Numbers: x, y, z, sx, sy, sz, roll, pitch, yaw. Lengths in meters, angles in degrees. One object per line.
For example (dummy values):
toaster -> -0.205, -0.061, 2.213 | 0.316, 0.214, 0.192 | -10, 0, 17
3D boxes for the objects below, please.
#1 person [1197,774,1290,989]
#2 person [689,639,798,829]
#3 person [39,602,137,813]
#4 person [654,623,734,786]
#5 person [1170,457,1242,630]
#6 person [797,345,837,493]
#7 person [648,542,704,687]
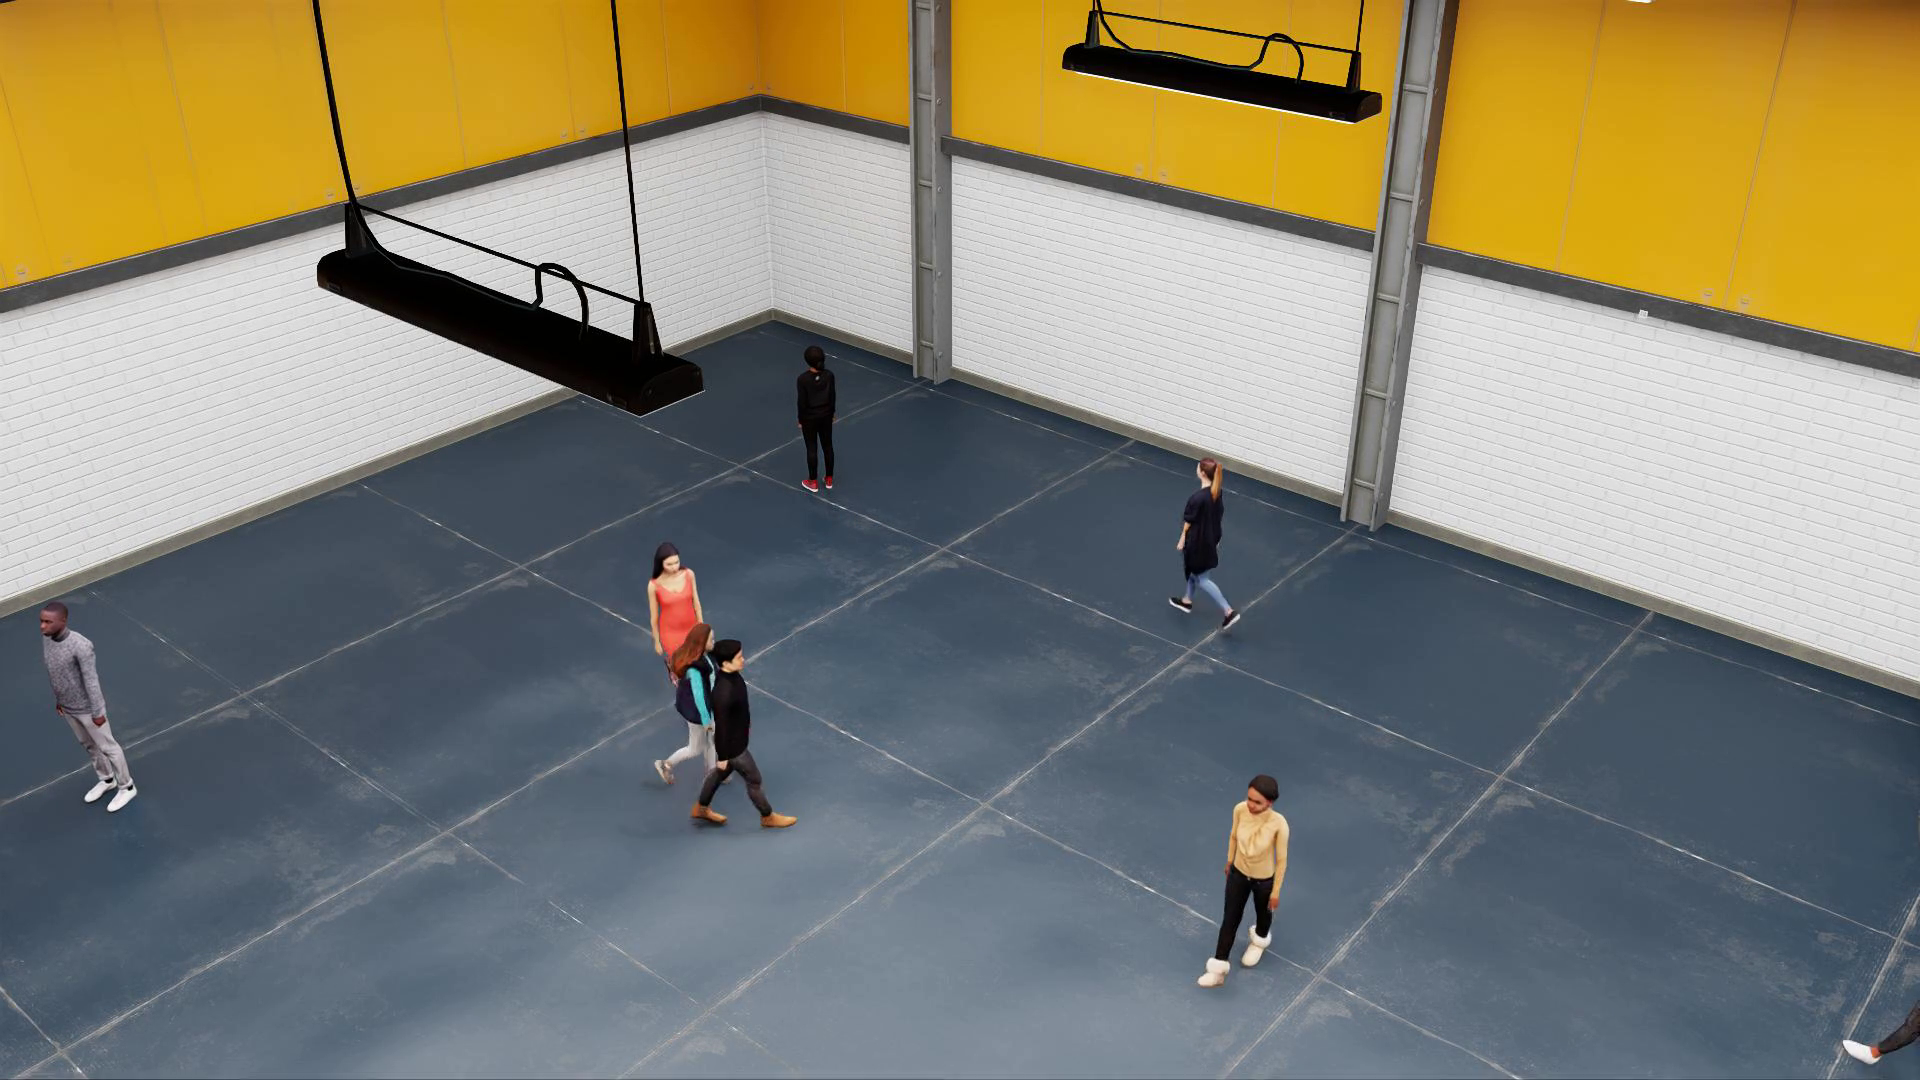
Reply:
person -> 2.042, 2.247, 11.320 | 0.970, 1.635, 0.736 | 18, 33, 30
person -> -1.797, 1.502, 12.628 | 1.160, 1.688, 1.085 | -1, 29, -2
person -> -6.802, 1.259, 12.923 | 0.567, 1.833, 0.783 | 14, 32, 24
person -> -2.112, 1.330, 13.150 | 0.929, 1.492, 0.820 | 4, 29, 8
person -> 2.305, 0.061, 15.304 | 1.048, 1.657, 0.624 | 22, 36, 35
person -> -1.527, -1.315, 17.811 | 0.676, 1.671, 0.679 | -13, 31, -23
person -> -2.399, 0.741, 14.005 | 0.755, 1.706, 1.034 | -22, 35, -34
